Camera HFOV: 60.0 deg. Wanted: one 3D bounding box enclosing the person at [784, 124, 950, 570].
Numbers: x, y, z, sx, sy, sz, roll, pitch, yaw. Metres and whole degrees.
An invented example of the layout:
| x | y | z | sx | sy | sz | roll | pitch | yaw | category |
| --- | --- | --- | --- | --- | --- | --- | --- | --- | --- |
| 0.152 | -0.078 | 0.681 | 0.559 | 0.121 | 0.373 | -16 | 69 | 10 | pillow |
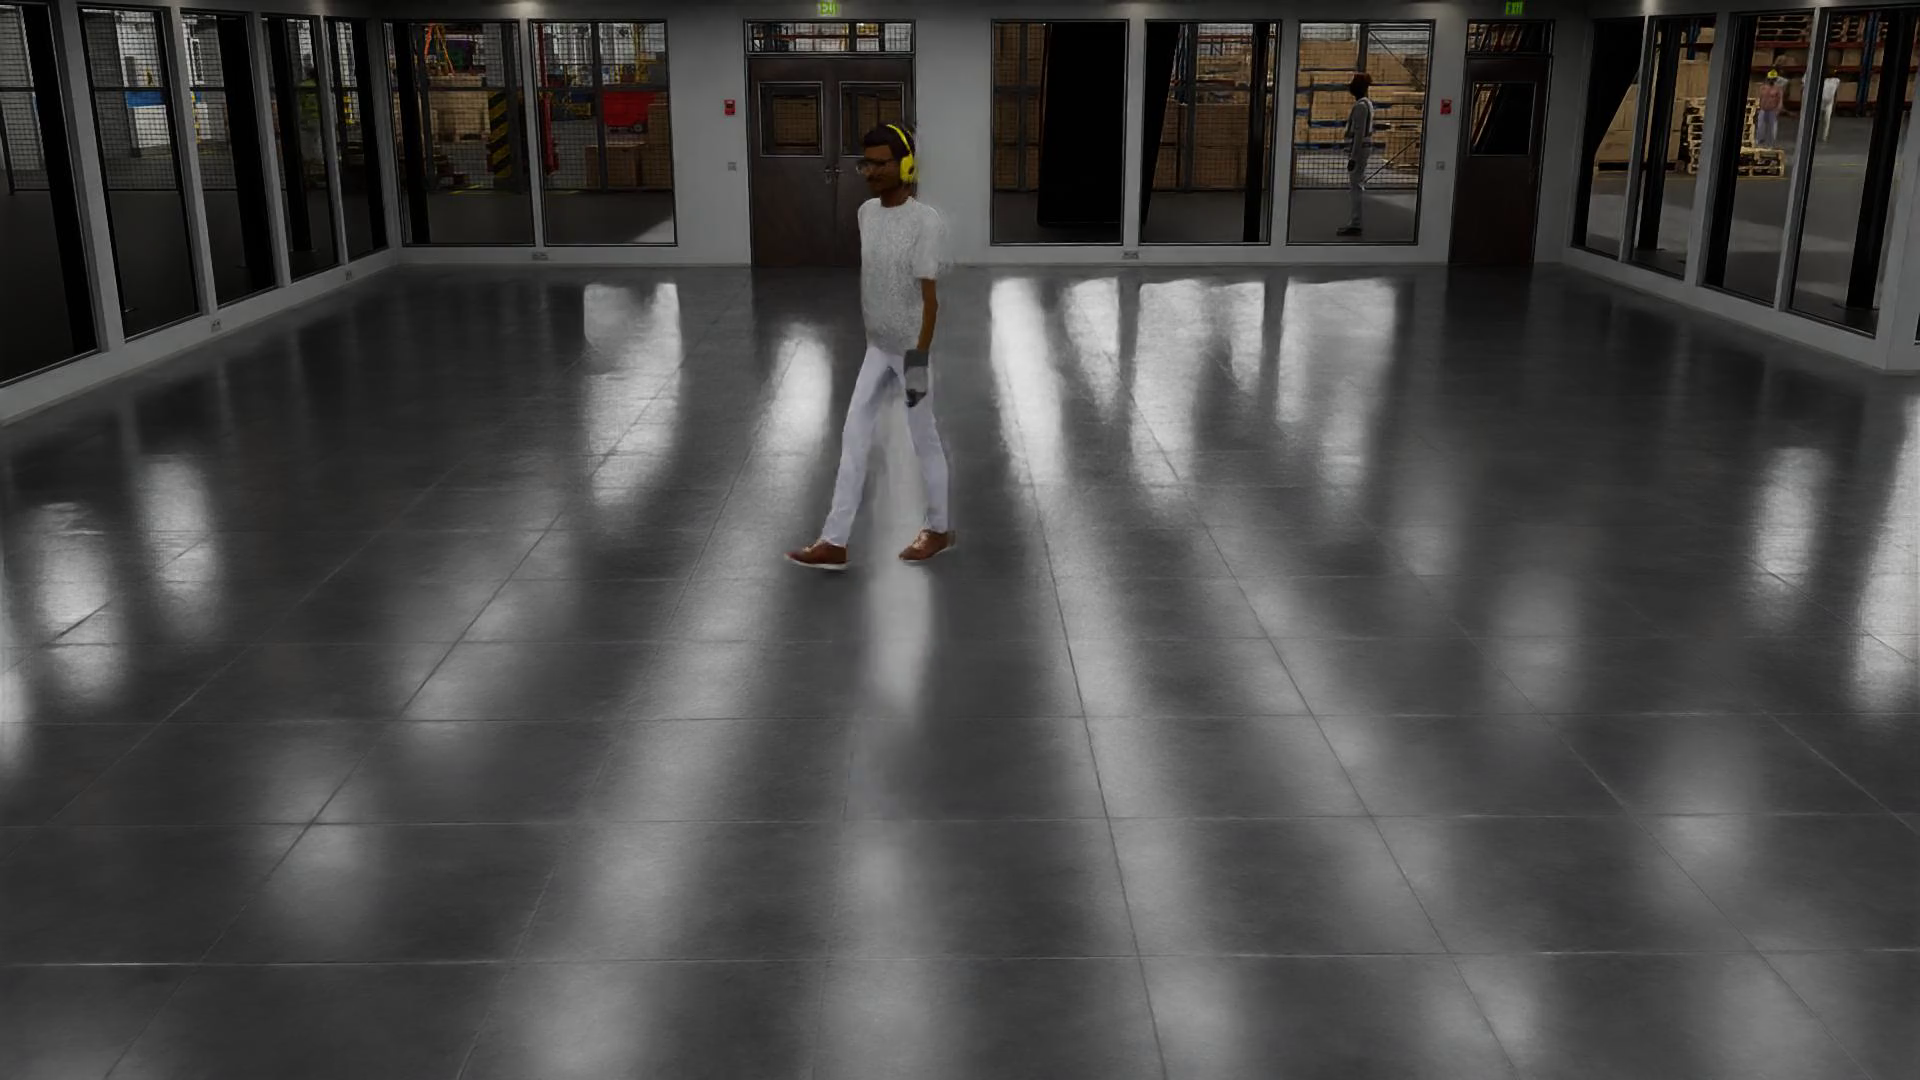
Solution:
| x | y | z | sx | sy | sz | roll | pitch | yaw | category |
| --- | --- | --- | --- | --- | --- | --- | --- | --- | --- |
| -0.334 | -0.745 | 6.770 | 0.568 | 1.828 | 0.902 | 15 | 22 | 42 | person |
